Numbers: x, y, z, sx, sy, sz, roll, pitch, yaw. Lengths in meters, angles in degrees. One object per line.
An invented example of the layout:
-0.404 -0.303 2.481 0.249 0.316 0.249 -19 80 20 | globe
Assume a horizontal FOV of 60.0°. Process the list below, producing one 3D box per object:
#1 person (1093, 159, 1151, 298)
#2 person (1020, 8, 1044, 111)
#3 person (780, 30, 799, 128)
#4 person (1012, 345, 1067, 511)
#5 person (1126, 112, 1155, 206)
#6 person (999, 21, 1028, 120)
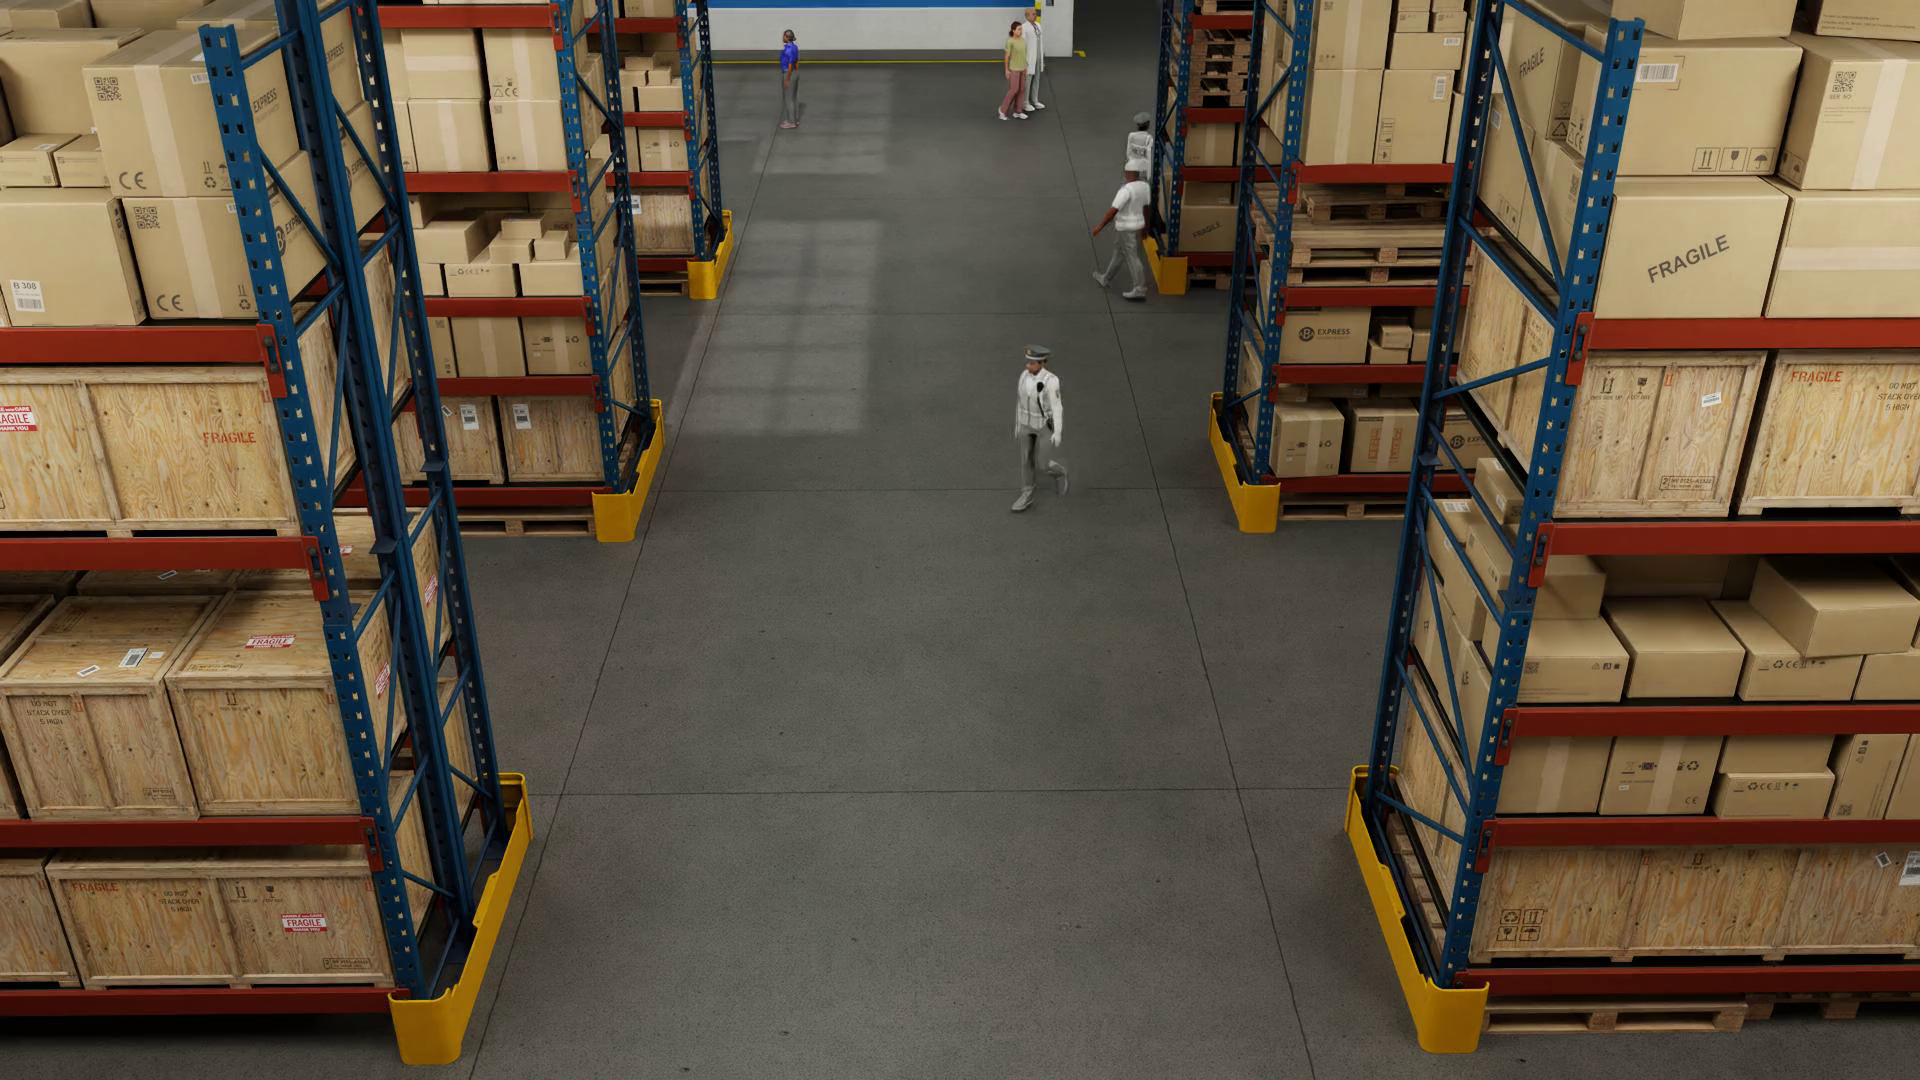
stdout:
2.071 -4.028 21.374 0.899 1.734 0.680 20 34 33 | person
1.301 -8.666 29.956 0.387 1.781 0.604 25 37 38 | person
-2.989 -8.050 28.995 0.344 1.659 0.440 5 29 9 | person
0.778 -1.100 16.016 0.524 1.672 0.579 21 35 34 | person
2.591 -5.330 23.906 0.485 1.642 1.044 13 31 23 | person
1.004 -8.315 29.509 0.460 1.706 0.506 25 37 38 | person
